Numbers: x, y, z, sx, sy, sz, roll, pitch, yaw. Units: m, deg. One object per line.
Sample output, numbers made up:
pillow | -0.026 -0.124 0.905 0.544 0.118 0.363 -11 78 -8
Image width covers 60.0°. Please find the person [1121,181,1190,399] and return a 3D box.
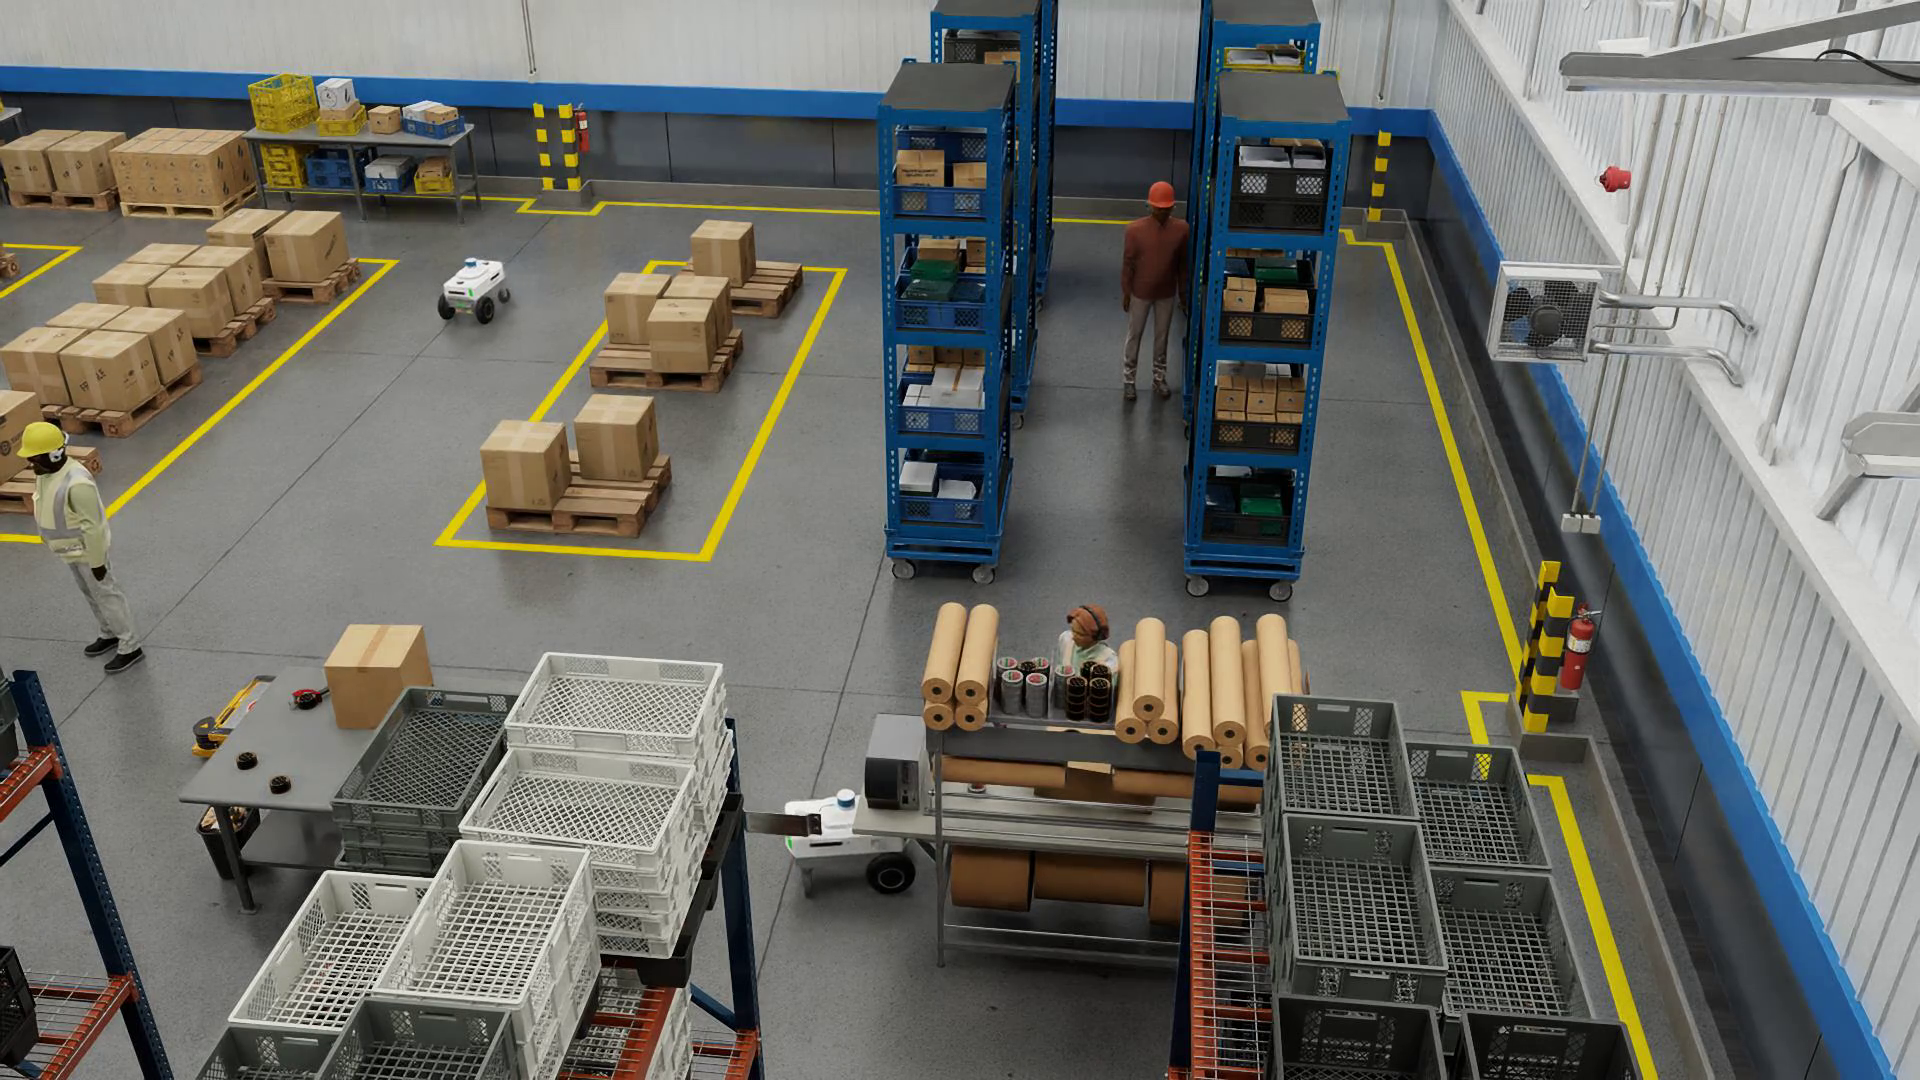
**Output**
person | 1.725 -2.214 14.747 0.610 1.996 0.384 -5 31 -8

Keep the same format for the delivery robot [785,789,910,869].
delivery robot | -0.644 1.638 9.462 0.707 0.478 0.477 -3 30 -5

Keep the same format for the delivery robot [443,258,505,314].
delivery robot | -4.881 -2.590 16.715 0.477 0.478 0.707 7 30 12

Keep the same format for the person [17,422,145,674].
person | -5.866 0.030 11.062 0.589 1.824 0.403 25 39 36

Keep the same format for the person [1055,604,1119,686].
person | 0.719 1.059 9.484 0.311 1.633 0.517 -22 37 -33
